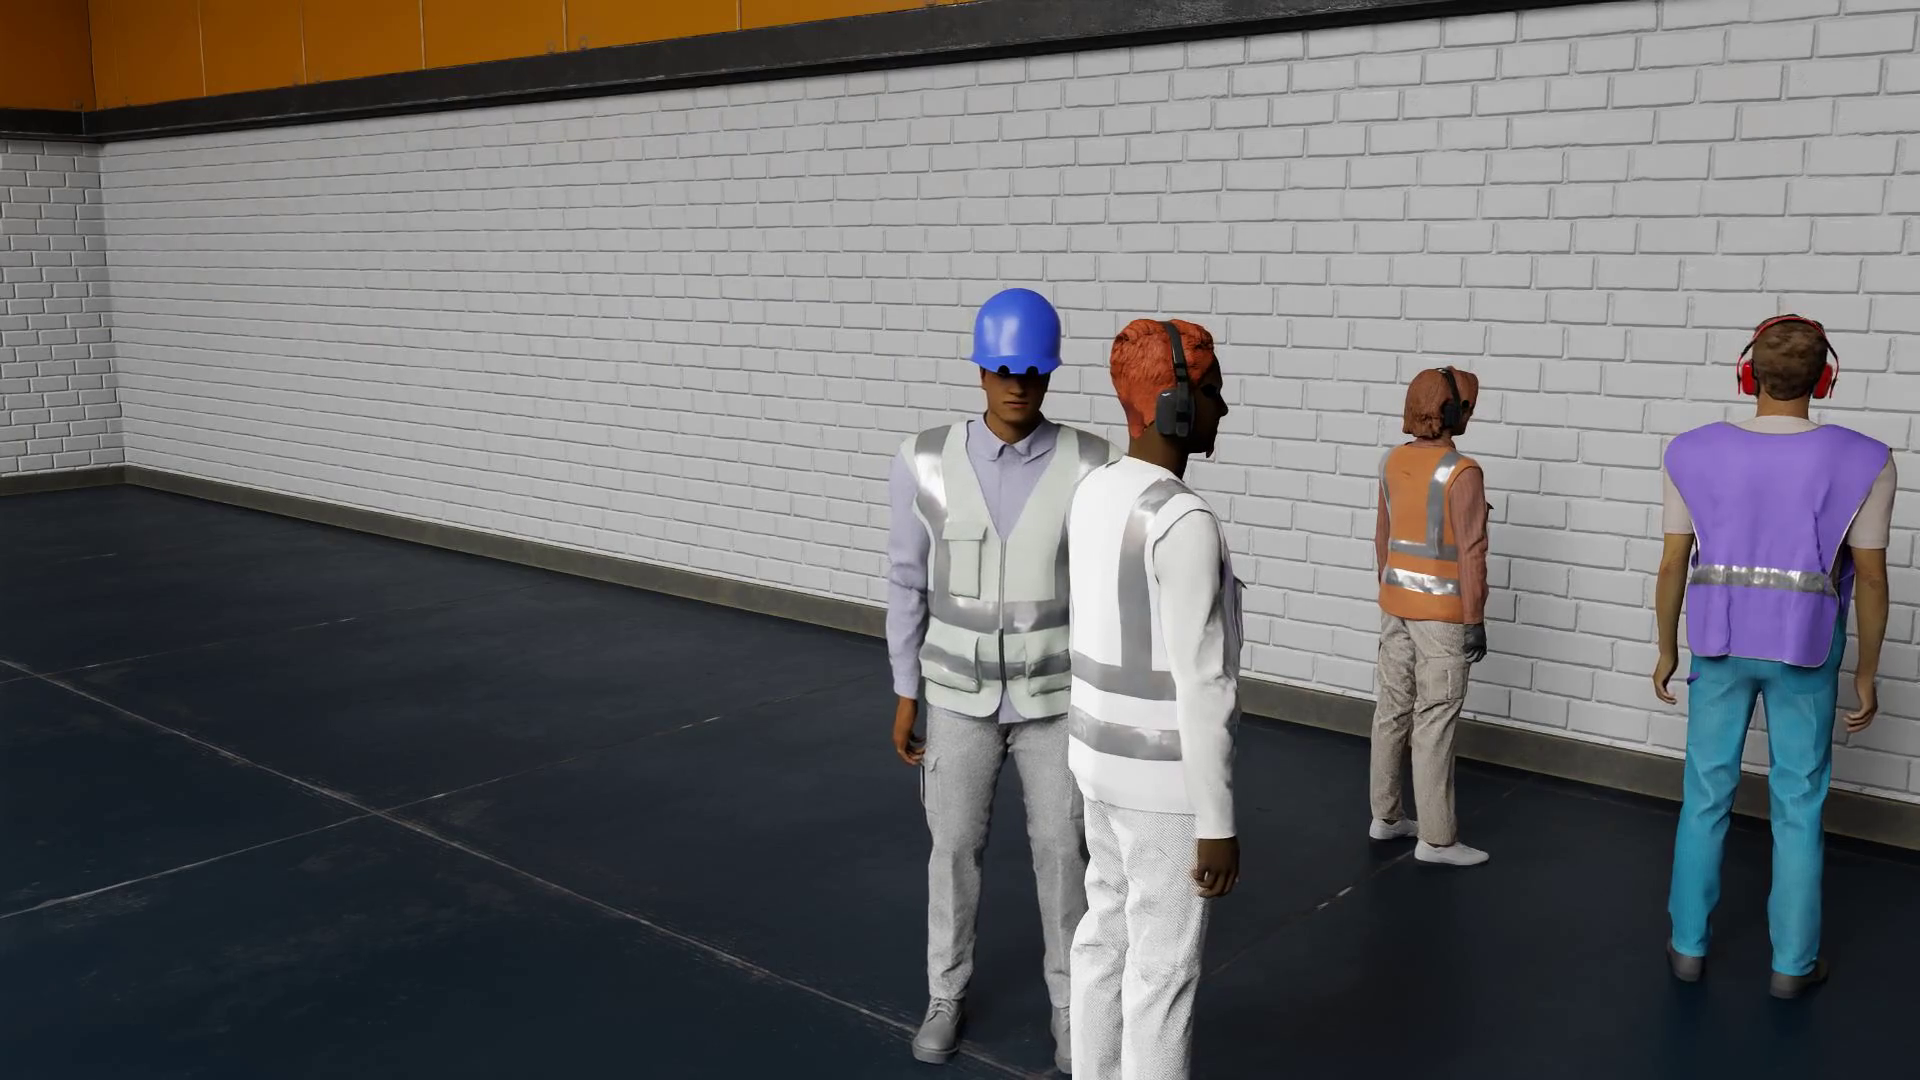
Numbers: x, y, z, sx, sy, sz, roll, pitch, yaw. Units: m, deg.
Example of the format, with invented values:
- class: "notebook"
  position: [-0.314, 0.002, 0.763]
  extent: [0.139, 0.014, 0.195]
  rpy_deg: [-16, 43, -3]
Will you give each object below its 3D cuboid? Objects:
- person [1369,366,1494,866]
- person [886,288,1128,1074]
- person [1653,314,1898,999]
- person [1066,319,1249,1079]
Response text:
- class: "person"
  position: [1.551, 0.249, 5.497]
  extent: [0.311, 1.642, 0.513]
  rpy_deg: [-4, 11, -21]
- class: "person"
  position: [0.129, 0.366, 4.030]
  extent: [0.622, 1.934, 0.437]
  rpy_deg: [1, 10, 8]
- class: "person"
  position: [2.175, 0.327, 4.506]
  extent: [0.573, 1.855, 0.406]
  rpy_deg: [6, 12, 30]
- class: "person"
  position: [0.405, 0.495, 3.417]
  extent: [0.355, 1.882, 0.576]
  rpy_deg: [-4, 11, -20]
